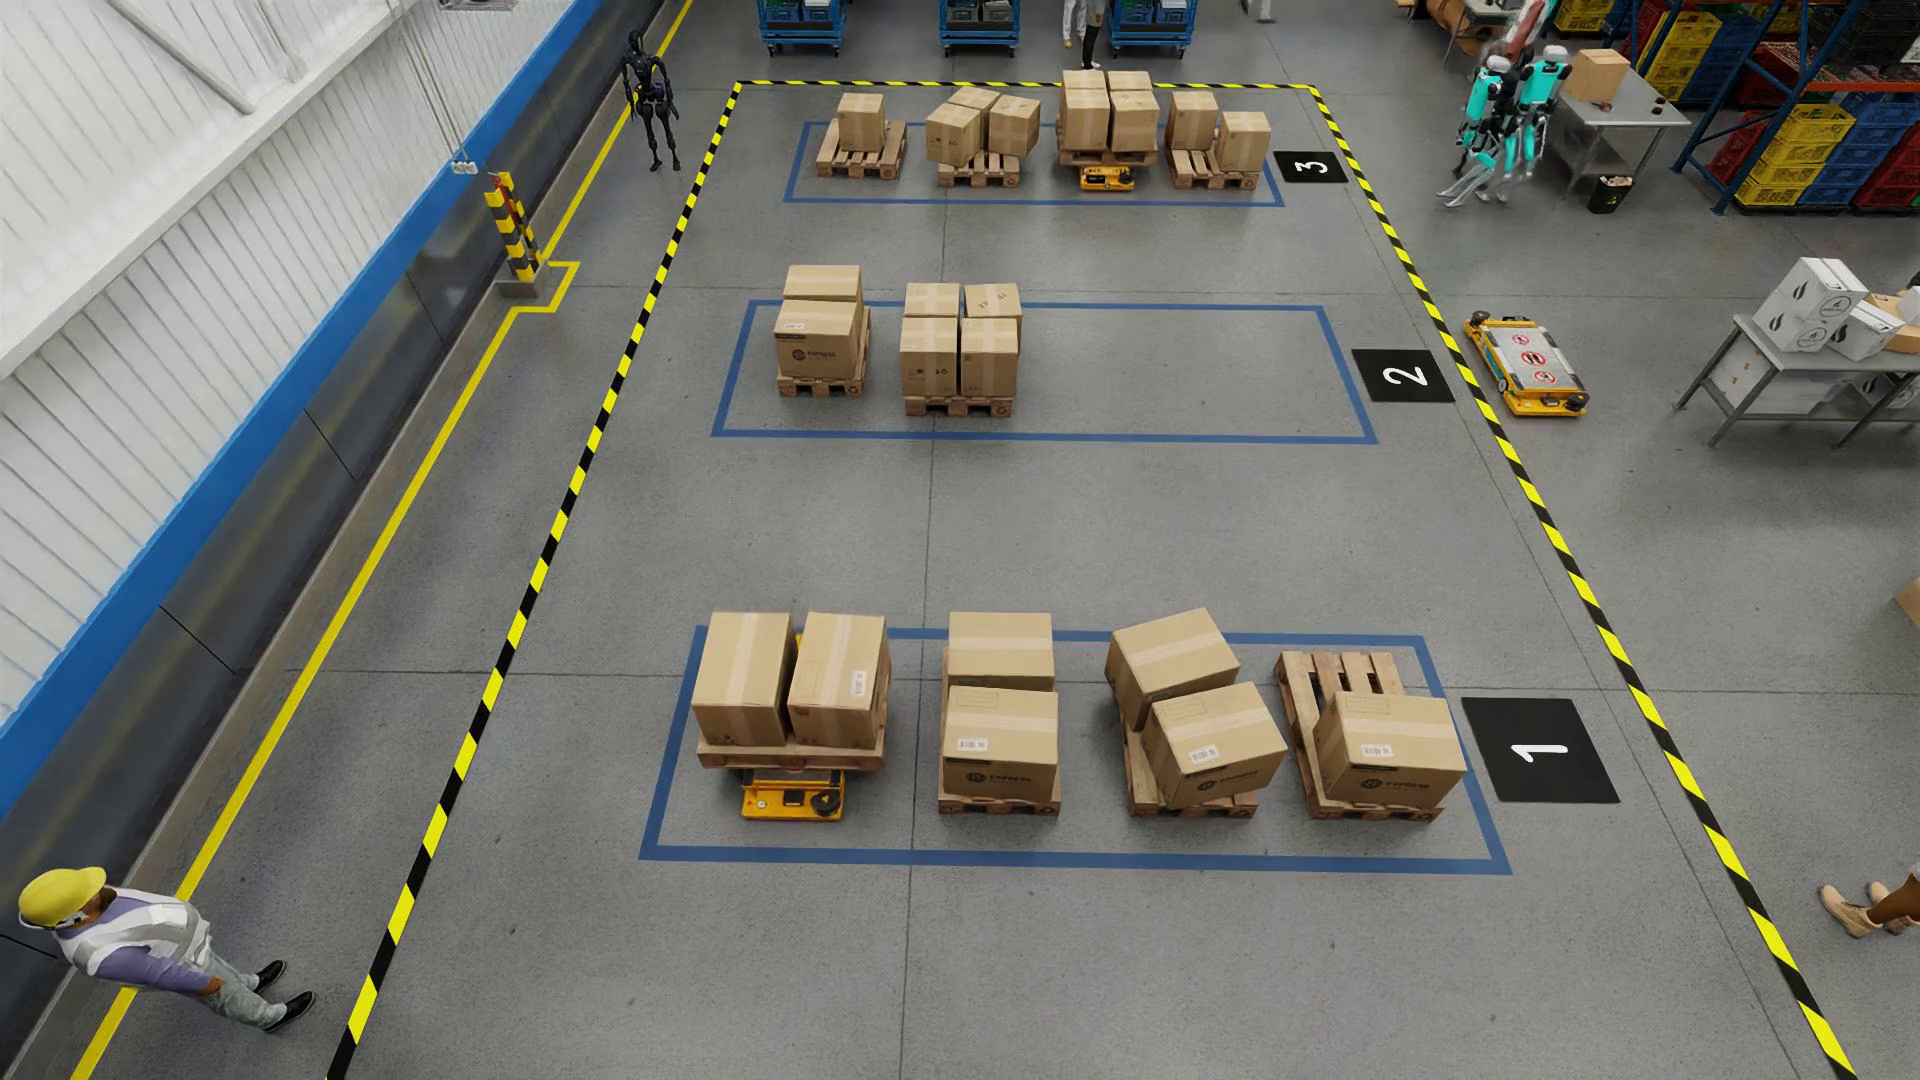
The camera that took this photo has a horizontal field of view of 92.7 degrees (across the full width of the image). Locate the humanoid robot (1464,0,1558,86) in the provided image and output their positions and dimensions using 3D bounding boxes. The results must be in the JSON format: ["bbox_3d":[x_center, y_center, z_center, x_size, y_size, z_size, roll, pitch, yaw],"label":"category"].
[{"bbox_3d":[7.621,-7.122,12.740,0.956,1.766,0.553,36,58,27],"label":"humanoid robot"}]

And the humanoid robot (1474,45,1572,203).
[{"bbox_3d":[6.564,-4.685,10.579,0.543,1.743,0.666,0,49,0],"label":"humanoid robot"}]

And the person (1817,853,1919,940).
[{"bbox_3d":[5.584,1.655,4.929,0.613,2.042,0.370,-1,49,-1],"label":"person"}]

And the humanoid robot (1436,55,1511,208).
[{"bbox_3d":[6.042,-4.652,10.499,0.735,1.677,0.533,0,49,0],"label":"humanoid robot"}]

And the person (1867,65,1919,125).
[{"bbox_3d":[11.945,-5.791,11.374,0.613,2.040,0.389,-1,49,-1],"label":"person"}]

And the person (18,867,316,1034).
[{"bbox_3d":[-4.017,2.100,4.680,0.589,1.833,0.404,28,55,22],"label":"person"}]

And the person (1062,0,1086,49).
[{"bbox_3d":[1.823,-8.455,13.812,0.625,1.844,0.429,-22,53,-18],"label":"person"}]

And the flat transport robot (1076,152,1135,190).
[{"bbox_3d":[1.845,-4.962,11.810,0.652,0.197,1.431,1,49,1],"label":"flat transport robot"}]

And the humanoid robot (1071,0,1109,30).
[{"bbox_3d":[2.163,-8.891,14.257,0.844,1.759,0.545,13,50,11],"label":"humanoid robot"}]

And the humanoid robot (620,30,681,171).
[{"bbox_3d":[-3.769,-5.360,11.231,0.599,1.657,0.315,-1,49,-1],"label":"humanoid robot"}]

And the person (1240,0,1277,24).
[{"bbox_3d":[4.894,-9.133,14.406,0.537,1.827,0.592,2,49,1],"label":"person"}]

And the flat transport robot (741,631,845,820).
[{"bbox_3d":[-1.097,1.247,6.435,0.652,0.197,1.431,1,49,1],"label":"flat transport robot"}]

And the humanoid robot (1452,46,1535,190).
[{"bbox_3d":[6.428,-5.069,10.996,0.613,1.631,0.589,-2,49,-2],"label":"humanoid robot"}]

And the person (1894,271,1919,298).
[{"bbox_3d":[10.352,-3.173,9.247,0.333,1.837,0.506,-29,55,-23],"label":"person"}]

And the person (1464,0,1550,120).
[{"bbox_3d":[7.541,-6.568,12.171,0.966,1.851,0.646,19,52,16],"label":"person"}]

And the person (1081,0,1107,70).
[{"bbox_3d":[1.990,-7.675,13.129,0.393,1.853,0.588,3,49,3],"label":"person"}]

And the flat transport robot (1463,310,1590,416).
[{"bbox_3d":[5.573,-1.757,9.054,0.659,0.231,1.431,1,49,1],"label":"flat transport robot"}]
